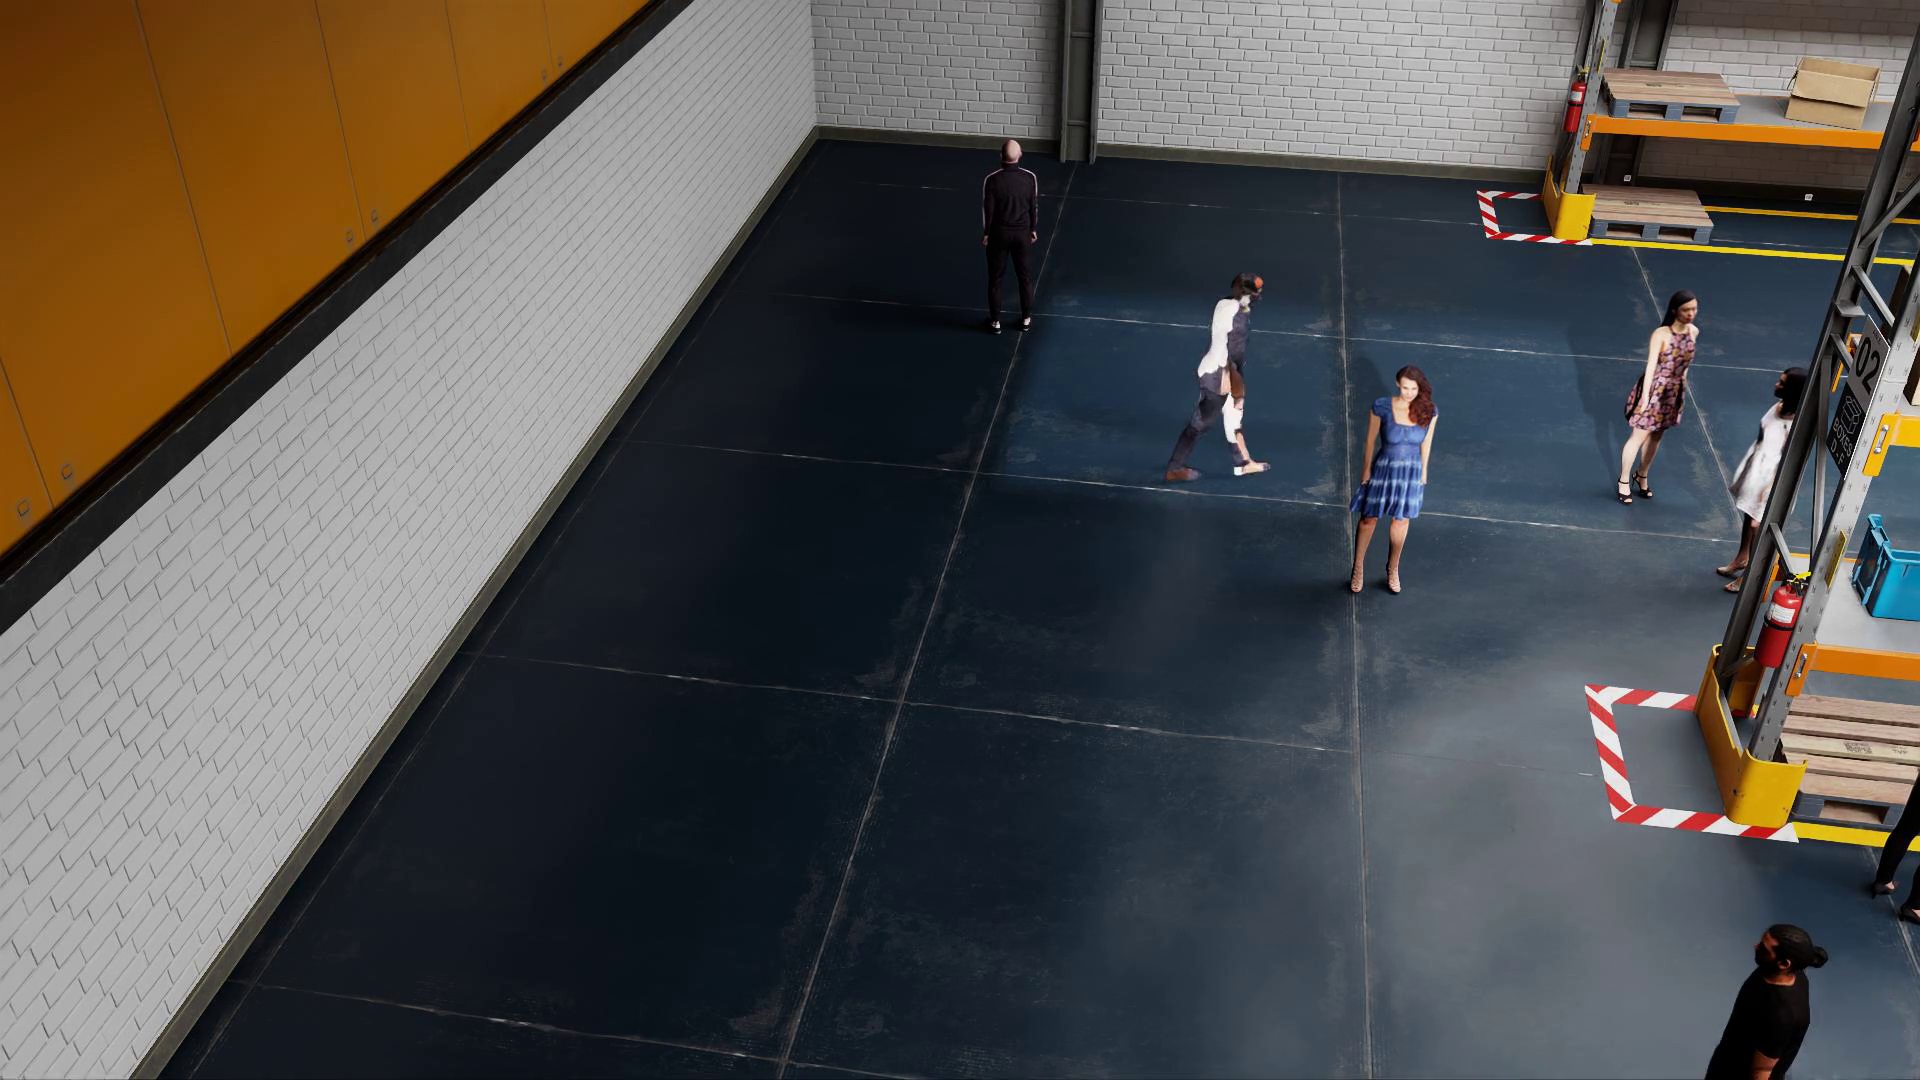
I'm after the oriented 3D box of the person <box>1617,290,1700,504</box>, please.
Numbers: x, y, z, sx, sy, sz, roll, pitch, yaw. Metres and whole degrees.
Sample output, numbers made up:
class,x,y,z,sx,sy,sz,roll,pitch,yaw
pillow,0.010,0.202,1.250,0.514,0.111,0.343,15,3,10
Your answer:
class,x,y,z,sx,sy,sz,roll,pitch,yaw
person,5.383,-1.098,12.797,0.776,1.774,0.856,-12,36,-18

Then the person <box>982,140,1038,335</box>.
class,x,y,z,sx,sy,sz,roll,pitch,yaw
person,0.461,-2.774,15.263,0.645,1.837,0.802,-6,34,-9

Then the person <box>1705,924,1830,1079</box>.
class,x,y,z,sx,sy,sz,roll,pitch,yaw
person,3.633,2.431,7.513,0.860,1.746,0.719,11,35,16

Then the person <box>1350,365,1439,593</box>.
class,x,y,z,sx,sy,sz,roll,pitch,yaw
person,3.061,-0.414,11.741,0.555,1.806,0.759,0,34,1

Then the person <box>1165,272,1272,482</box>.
class,x,y,z,sx,sy,sz,roll,pitch,yaw
person,1.939,-1.246,12.964,1.103,1.836,0.749,-2,34,-2

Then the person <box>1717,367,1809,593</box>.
class,x,y,z,sx,sy,sz,roll,pitch,yaw
person,5.709,-0.426,11.787,0.609,1.774,0.629,6,34,8
